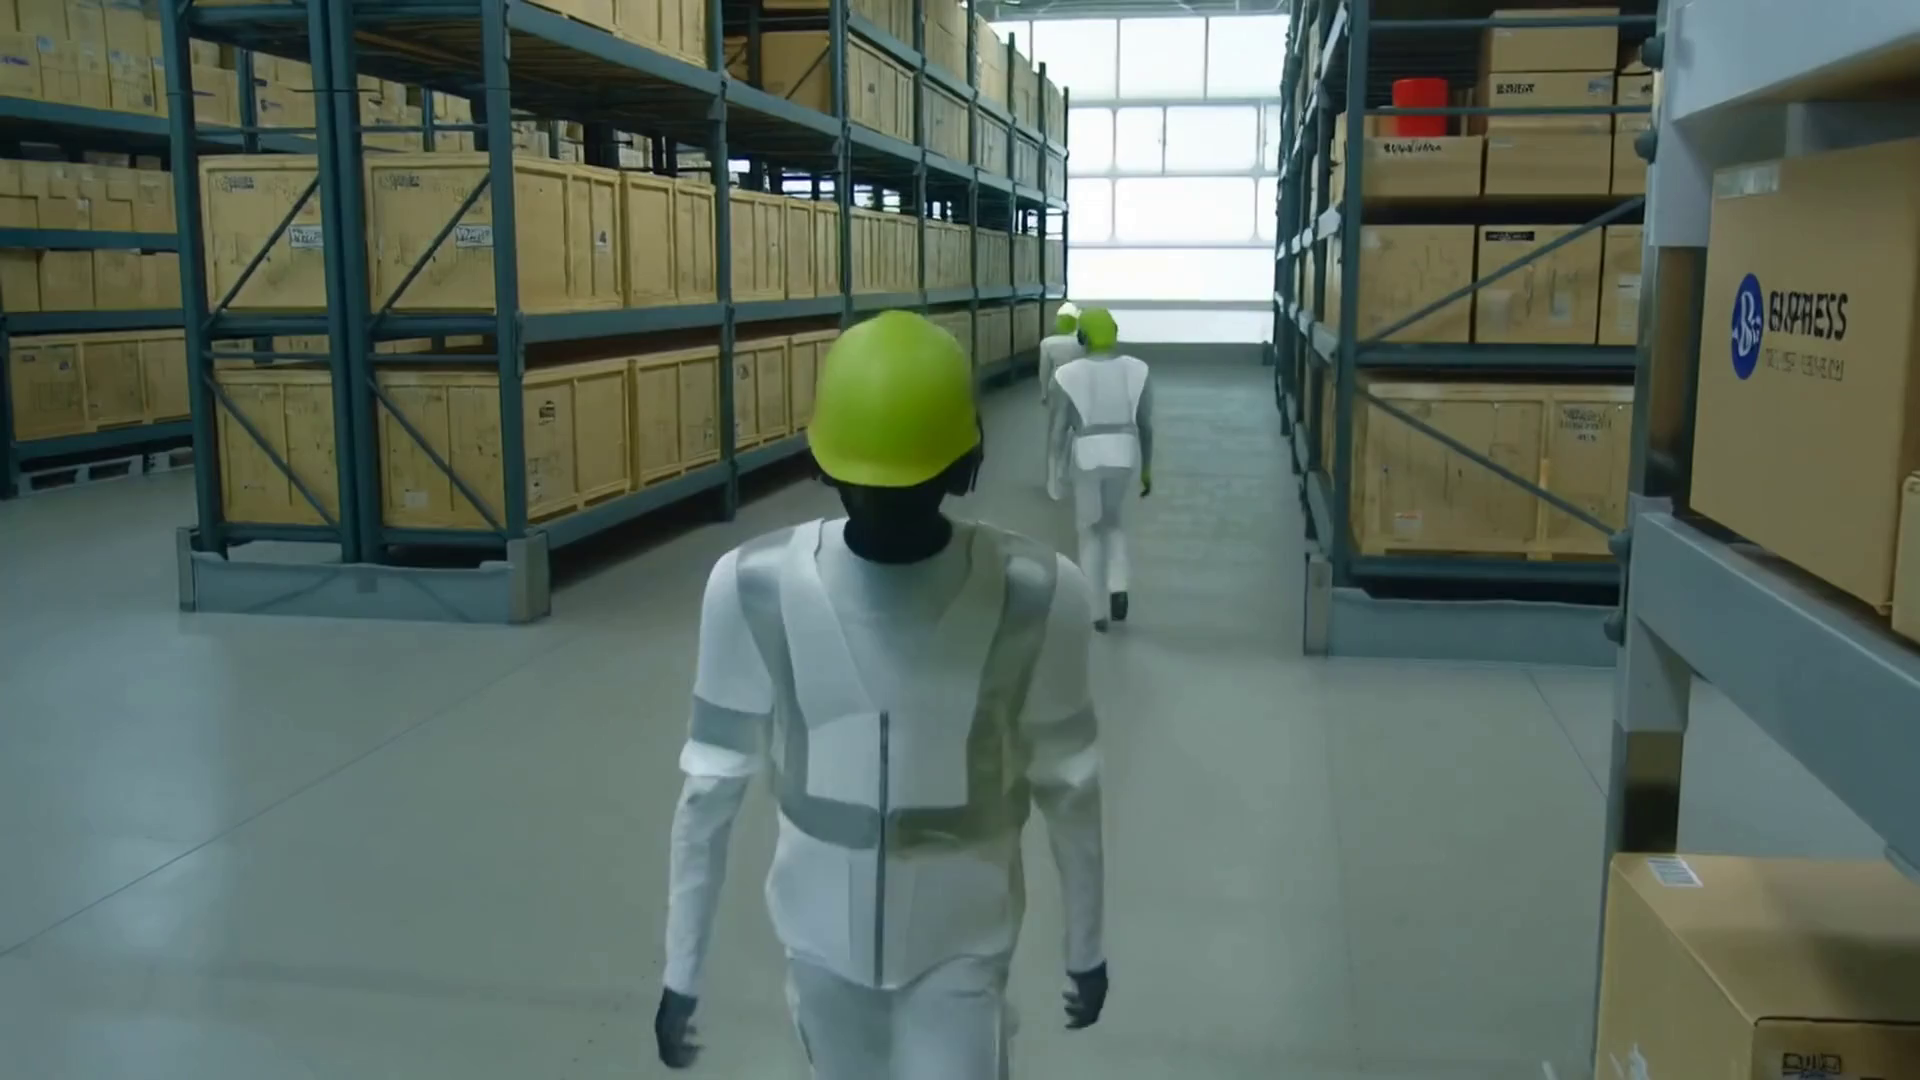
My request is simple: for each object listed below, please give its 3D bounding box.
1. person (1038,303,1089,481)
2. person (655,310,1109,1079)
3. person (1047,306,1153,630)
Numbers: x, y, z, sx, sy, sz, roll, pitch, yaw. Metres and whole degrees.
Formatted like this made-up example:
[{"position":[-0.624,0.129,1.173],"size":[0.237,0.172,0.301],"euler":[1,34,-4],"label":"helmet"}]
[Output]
[{"position":[1.019,-1.444,16.233],"size":[0.538,1.718,0.902],"euler":[2,9,12],"label":"person"},{"position":[-0.119,0.623,2.664],"size":[0.680,1.969,1.094],"euler":[1,9,8],"label":"person"},{"position":[0.789,-0.398,9.391],"size":[0.610,1.827,0.457],"euler":[-2,9,-15],"label":"person"}]
